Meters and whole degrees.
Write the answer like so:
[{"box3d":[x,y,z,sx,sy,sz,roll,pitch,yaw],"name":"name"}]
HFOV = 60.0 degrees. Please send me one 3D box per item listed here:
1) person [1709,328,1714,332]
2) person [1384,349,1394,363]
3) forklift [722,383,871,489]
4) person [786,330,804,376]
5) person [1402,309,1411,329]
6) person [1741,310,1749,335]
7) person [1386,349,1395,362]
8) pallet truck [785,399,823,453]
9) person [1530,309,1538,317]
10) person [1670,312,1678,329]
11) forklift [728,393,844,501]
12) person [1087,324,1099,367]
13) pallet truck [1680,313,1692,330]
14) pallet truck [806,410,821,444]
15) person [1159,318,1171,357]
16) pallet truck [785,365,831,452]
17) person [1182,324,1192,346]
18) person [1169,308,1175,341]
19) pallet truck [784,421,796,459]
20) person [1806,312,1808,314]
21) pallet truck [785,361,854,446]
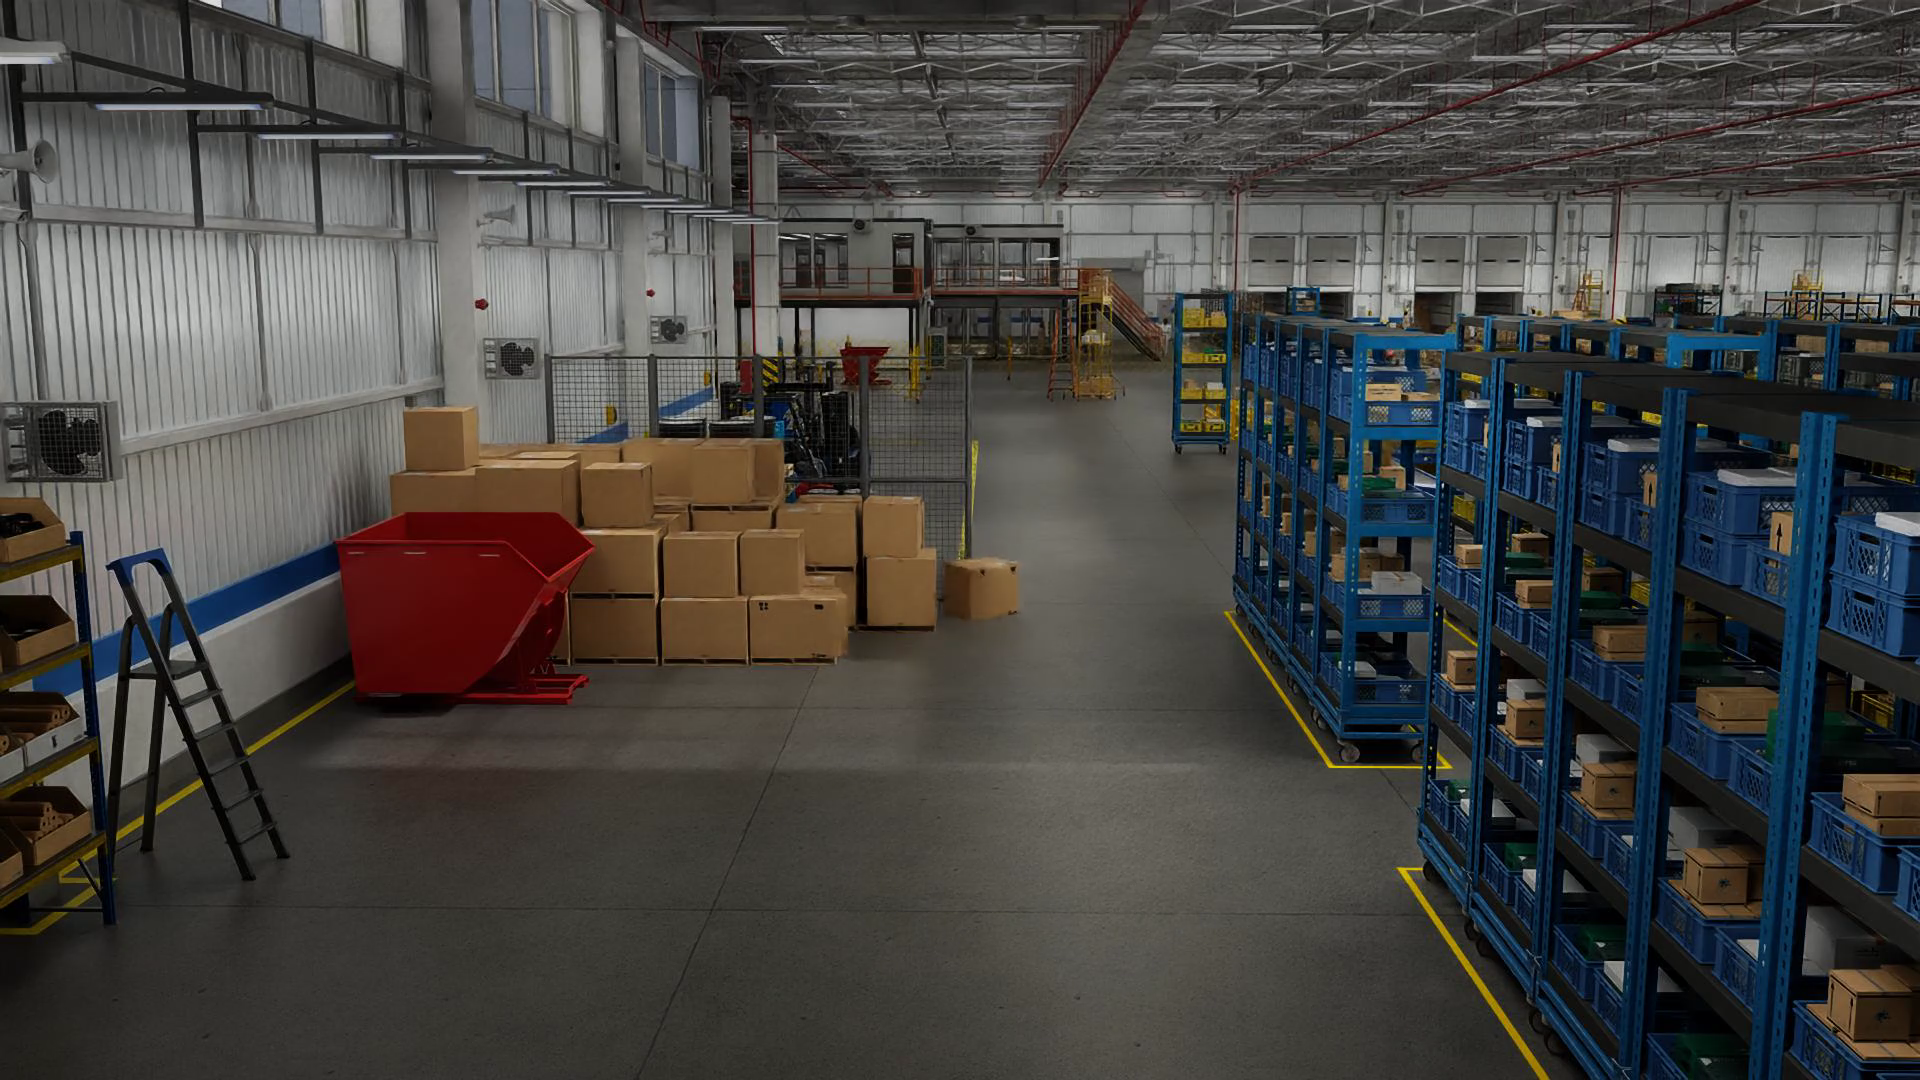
[{"box3d":[33.356,-8.771,73.654,0.658,1.906,0.570,0,9,3],"name":"person"},{"box3d":[11.696,-4.202,45.172,0.930,2.014,0.620,1,9,3],"name":"person"},{"box3d":[-2.893,-1.687,28.729,2.680,1.987,1.157,0,9,-1],"name":"forklift"},{"box3d":[-6.462,-7.275,64.715,0.879,1.809,0.535,1,9,8],"name":"person"},{"box3d":[25.307,-12.136,94.395,0.586,1.918,0.395,-6,11,-31],"name":"person"},{"box3d":[41.208,-11.087,87.538,0.687,2.000,0.535,6,11,34],"name":"person"},{"box3d":[13.274,-5.178,51.844,0.608,1.799,0.641,8,12,39],"name":"person"},{"box3d":[-3.814,-2.432,36.419,1.630,1.274,0.653,0,9,1],"name":"pallet truck"},{"box3d":[33.135,-12.396,96.161,0.515,1.865,0.329,-3,10,-18],"name":"person"},{"box3d":[39.079,-11.496,90.758,0.722,1.819,0.632,6,11,35],"name":"person"},{"box3d":[-2.979,-1.316,26.476,2.680,1.987,1.157,0,9,1],"name":"forklift"},{"box3d":[5.653,-8.261,70.568,0.676,1.888,0.625,8,12,40],"name":"person"},{"box3d":[36.315,-10.531,84.244,0.823,1.965,1.885,-6,11,-33],"name":"pallet truck"},{"box3d":[-3.559,-2.018,33.905,1.522,1.261,0.704,0,9,-1],"name":"pallet truck"},{"box3d":[9.766,-9.647,79.182,0.603,1.869,0.540,2,9,11],"name":"person"},{"box3d":[-3.774,-2.976,37.635,1.885,1.965,0.823,1,9,5],"name":"pallet truck"},{"box3d":[11.132,-10.082,81.852,0.584,1.867,0.448,0,9,-2],"name":"person"},{"box3d":[12.495,-12.636,97.452,0.436,1.933,0.607,0,9,0],"name":"person"},{"box3d":[-4.013,-1.793,32.705,1.601,1.201,0.680,0,9,1],"name":"pallet truck"},{"box3d":[44.850,-11.136,88.189,0.365,1.931,0.631,2,9,13],"name":"person"},{"box3d":[-3.410,-3.193,38.978,1.885,1.965,0.823,0,9,-1],"name":"pallet truck"}]
